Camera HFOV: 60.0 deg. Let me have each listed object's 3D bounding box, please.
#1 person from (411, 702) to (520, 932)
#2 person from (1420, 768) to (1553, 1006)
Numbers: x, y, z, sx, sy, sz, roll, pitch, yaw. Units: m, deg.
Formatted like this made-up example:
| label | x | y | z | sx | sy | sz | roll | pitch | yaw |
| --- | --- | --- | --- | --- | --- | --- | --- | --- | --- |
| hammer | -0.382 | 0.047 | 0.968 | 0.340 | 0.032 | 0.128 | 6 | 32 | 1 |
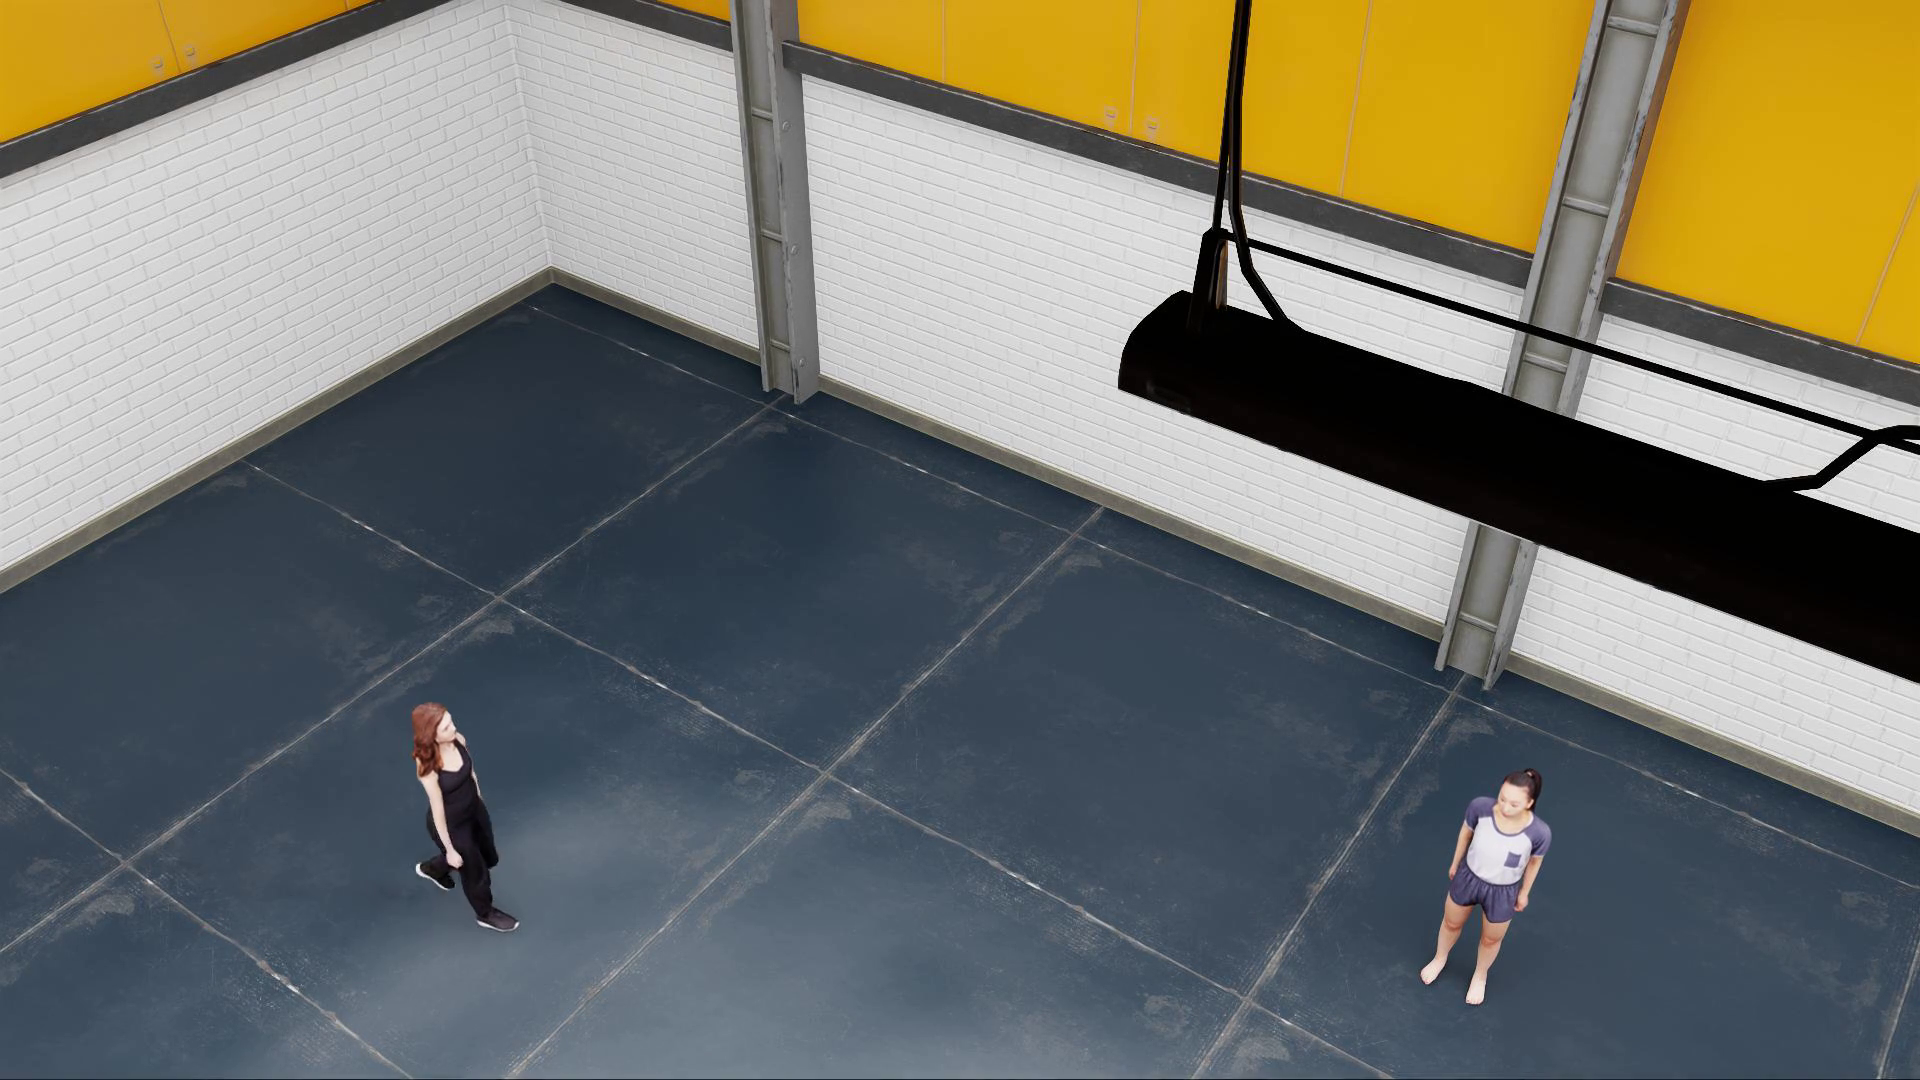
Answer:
| label | x | y | z | sx | sy | sz | roll | pitch | yaw |
| --- | --- | --- | --- | --- | --- | --- | --- | --- | --- |
| person | -2.857 | 1.525 | 9.175 | 0.950 | 1.733 | 0.768 | 9 | 40 | 11 |
| person | 2.810 | 1.829 | 8.862 | 0.457 | 1.650 | 0.651 | 22 | 44 | 25 |
